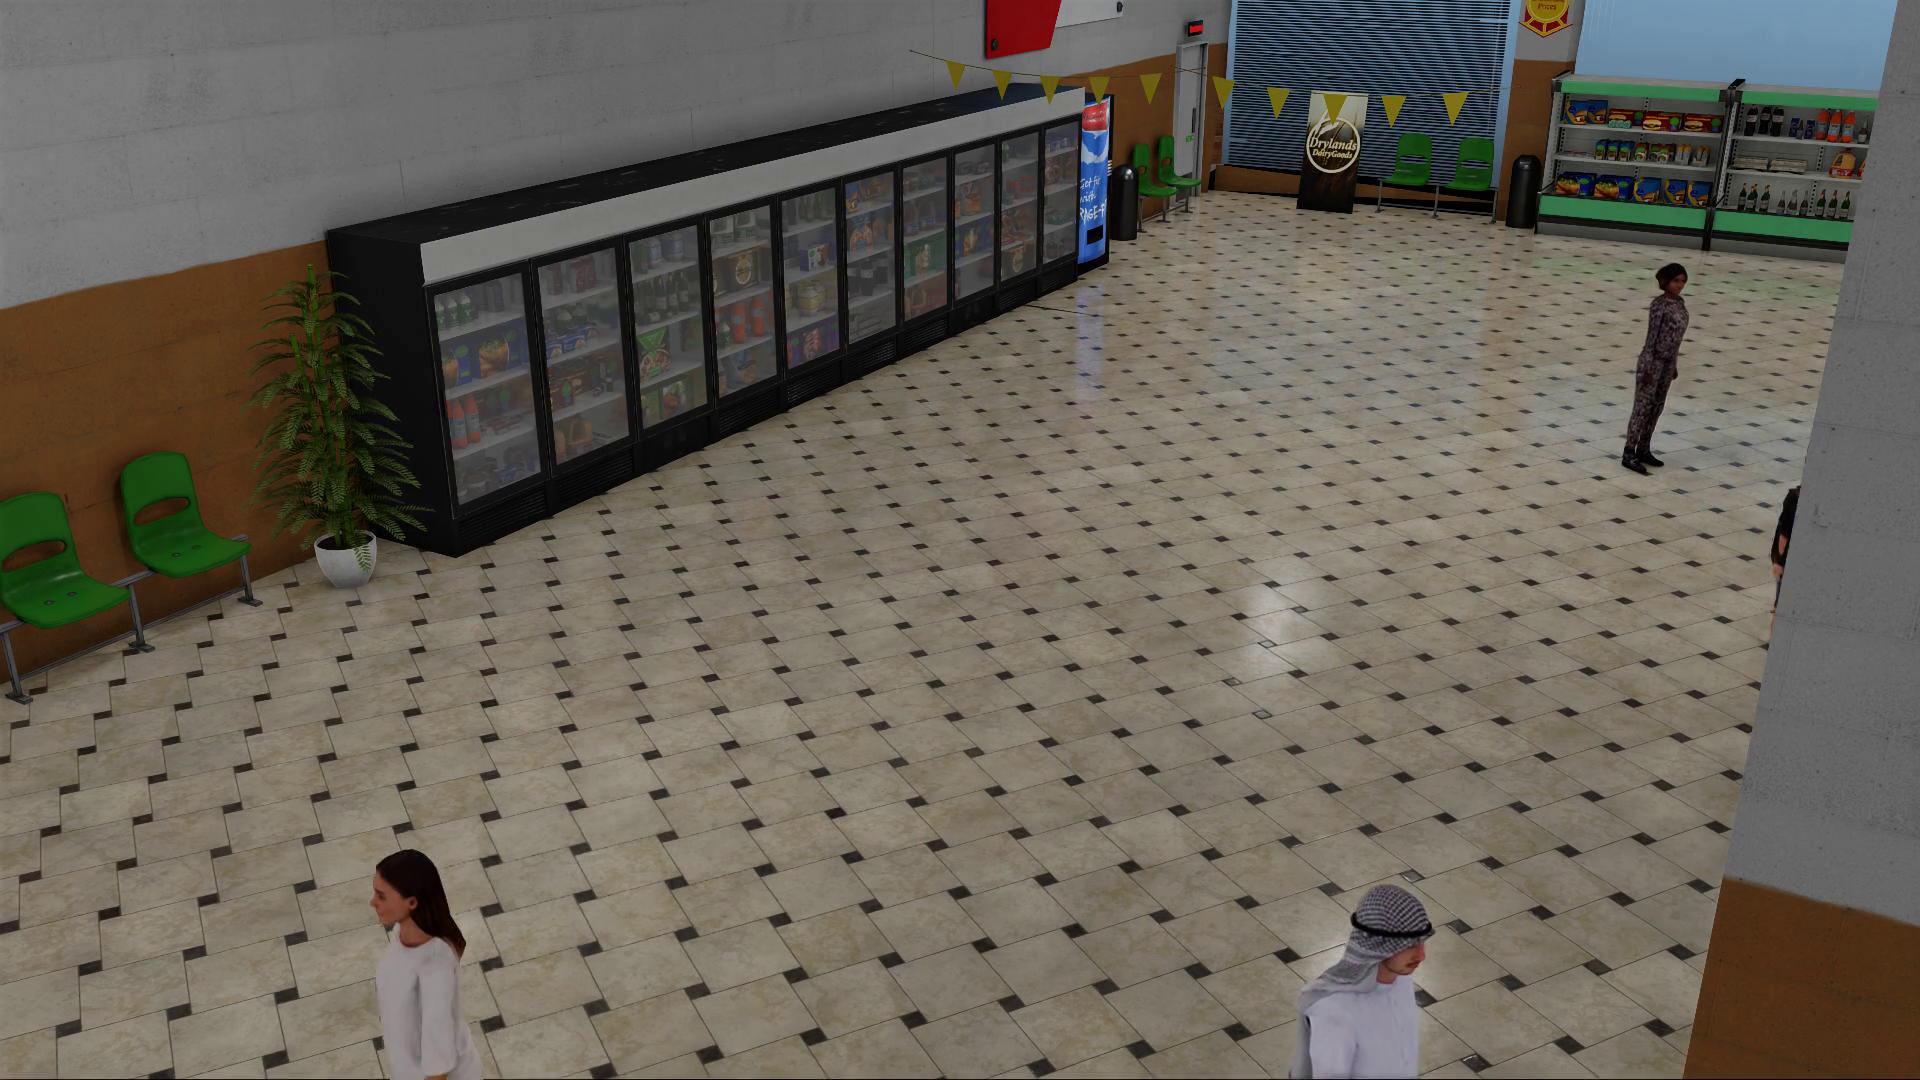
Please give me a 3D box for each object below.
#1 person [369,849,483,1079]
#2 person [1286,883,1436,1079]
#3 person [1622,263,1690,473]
[{"bbox_3d":[-1.720,1.801,5.701,0.902,1.664,1.051,-17,27,-35],"label":"person"},{"bbox_3d":[1.201,1.893,5.115,0.655,1.931,0.713,15,26,33],"label":"person"},{"bbox_3d":[5.724,-1.423,13.657,0.649,1.714,0.663,-13,26,-30],"label":"person"}]
